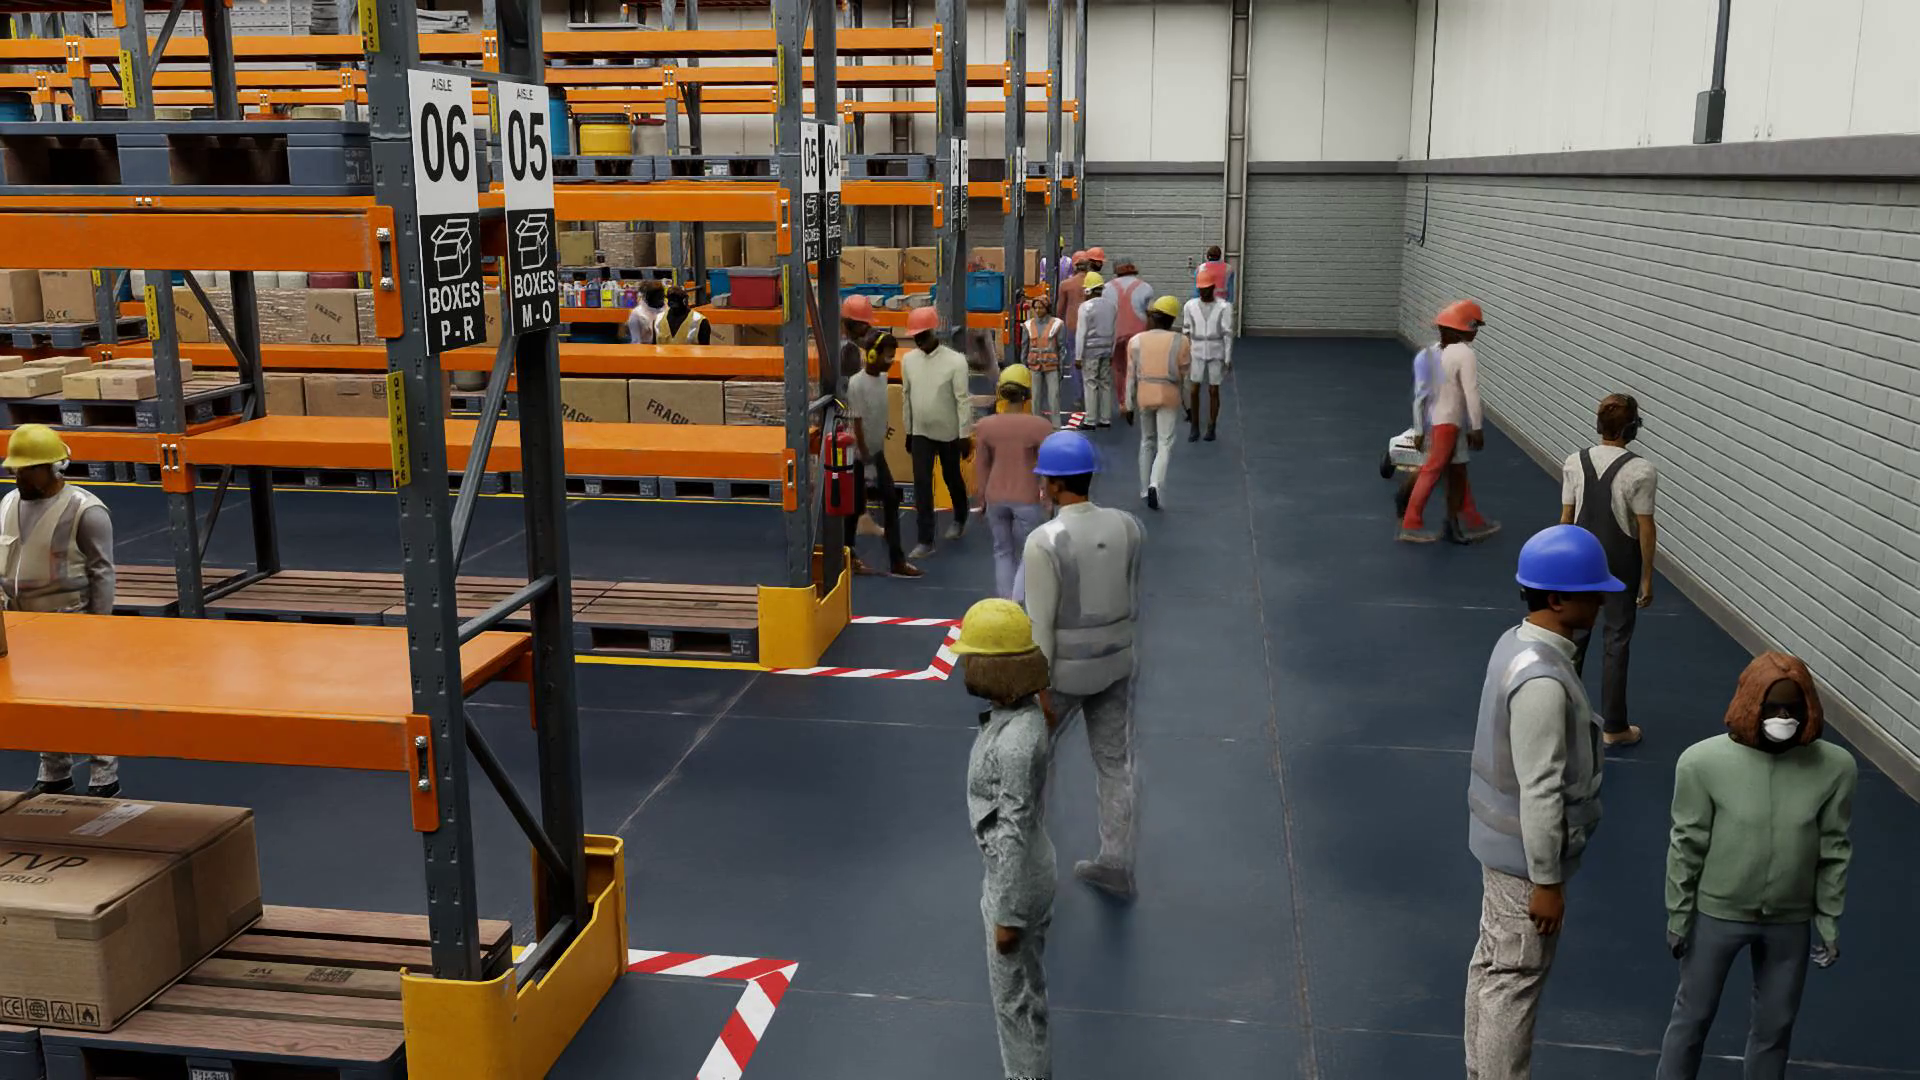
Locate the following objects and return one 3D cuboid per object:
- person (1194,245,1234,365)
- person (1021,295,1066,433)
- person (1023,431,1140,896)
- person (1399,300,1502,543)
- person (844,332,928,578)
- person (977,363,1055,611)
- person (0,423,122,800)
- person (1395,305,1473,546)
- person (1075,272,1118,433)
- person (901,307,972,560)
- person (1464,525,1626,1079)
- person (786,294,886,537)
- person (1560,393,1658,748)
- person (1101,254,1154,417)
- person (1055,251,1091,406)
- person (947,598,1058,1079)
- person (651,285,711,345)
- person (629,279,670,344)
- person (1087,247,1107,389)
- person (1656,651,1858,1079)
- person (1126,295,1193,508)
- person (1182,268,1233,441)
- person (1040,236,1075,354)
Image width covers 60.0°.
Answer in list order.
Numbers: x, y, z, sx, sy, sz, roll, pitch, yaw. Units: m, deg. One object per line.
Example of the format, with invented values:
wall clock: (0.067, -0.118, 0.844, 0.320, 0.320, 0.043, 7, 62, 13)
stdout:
person: (3.881, -3.594, 25.550, 0.624, 1.844, 0.430, -2, 13, -7)
person: (0.917, -1.874, 18.262, 0.528, 1.630, 0.322, 6, 14, 24)
person: (0.444, 0.498, 6.909, 0.635, 1.919, 0.777, -9, 15, -34)
person: (4.000, -0.940, 13.351, 0.945, 1.925, 0.716, -1, 13, -5)
person: (-0.579, -0.599, 12.062, 0.841, 1.820, 0.537, 7, 15, 30)
person: (0.344, -0.250, 10.660, 0.542, 1.751, 0.503, 5, 13, 20)
person: (-4.195, 0.363, 7.709, 0.589, 1.832, 0.404, 3, 13, 15)
person: (3.867, -0.943, 13.432, 0.557, 1.915, 0.767, -4, 13, -16)
person: (1.541, -2.146, 19.065, 0.598, 1.824, 0.404, -10, 16, -39)
person: (-0.149, -0.870, 13.065, 0.631, 1.941, 0.955, 6, 14, 25)
person: (1.715, 0.908, 4.979, 0.389, 1.949, 0.604, 2, 13, 11)
person: (-0.968, -0.961, 13.310, 0.813, 2.012, 0.675, -2, 13, -10)
person: (3.347, 0.156, 8.614, 0.345, 1.846, 0.508, -11, 17, -41)
person: (2.014, -2.538, 20.328, 0.702, 2.000, 0.942, 2, 13, 10)
person: (1.537, -2.738, 21.448, 0.624, 1.938, 0.994, -1, 13, -6)
person: (0.126, 1.020, 4.971, 0.334, 1.733, 0.502, 0, 12, 1)
person: (-2.814, -1.633, 16.697, 0.621, 1.845, 0.429, 2, 13, 10)
person: (-3.203, -1.873, 17.820, 0.636, 1.830, 0.449, -8, 15, -32)
person: (1.814, -3.038, 22.833, 0.376, 1.933, 0.544, -2, 13, -11)
person: (2.304, 1.104, 4.848, 0.493, 1.625, 0.286, 1, 13, 5)
person: (1.749, -1.235, 14.839, 0.587, 1.883, 0.828, 6, 14, 24)
person: (2.710, -2.016, 18.270, 0.572, 1.908, 0.636, 3, 13, 15)
person: (1.576, -3.992, 27.147, 0.587, 1.930, 0.361, 3, 13, 13)
